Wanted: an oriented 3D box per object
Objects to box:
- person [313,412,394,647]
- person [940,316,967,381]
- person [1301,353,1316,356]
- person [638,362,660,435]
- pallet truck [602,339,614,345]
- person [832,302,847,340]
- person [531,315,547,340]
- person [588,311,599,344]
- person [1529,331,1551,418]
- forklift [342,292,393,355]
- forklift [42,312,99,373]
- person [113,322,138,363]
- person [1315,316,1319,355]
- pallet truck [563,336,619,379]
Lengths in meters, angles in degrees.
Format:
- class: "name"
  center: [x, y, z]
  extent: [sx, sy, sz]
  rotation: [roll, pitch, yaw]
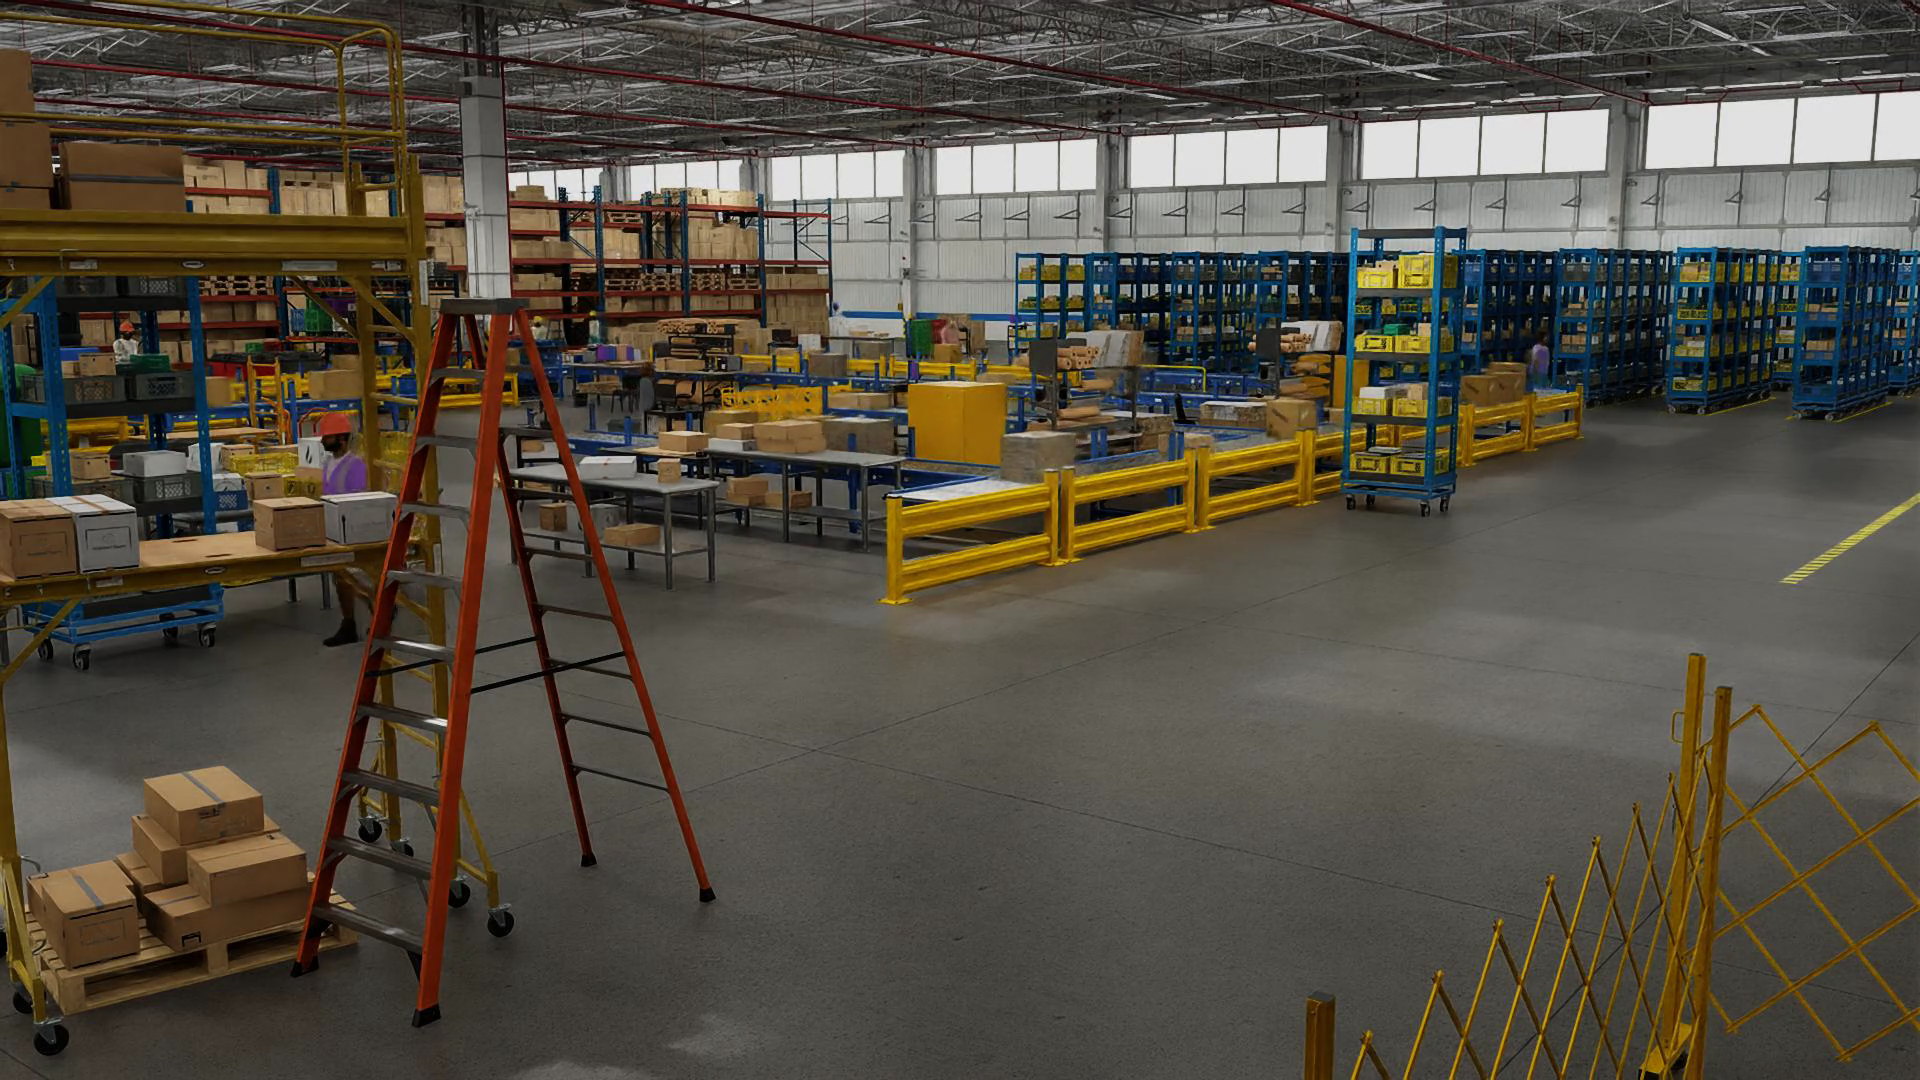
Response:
- class: "person"
  center: [-5.000, -0.089, 13.564]
  extent: [0.474, 1.922, 0.552]
  rotation: [-9, 13, -43]
- class: "person"
  center: [-0.240, -5.256, 46.037]
  extent: [0.669, 1.851, 1.013]
  rotation: [-7, 11, -37]
- class: "person"
  center: [7.991, -3.919, 38.034]
  extent: [0.528, 1.743, 0.786]
  rotation: [-7, 11, -37]
- class: "person"
  center: [-5.001, -2.064, 26.809]
  extent: [0.386, 1.615, 0.531]
  rotation: [-4, 10, -26]
- class: "pallet truck"
  center: [-8.991, -4.871, 45.351]
  extent: [0.653, 1.274, 1.630]
  rotation: [7, 11, 37]
- class: "person"
  center: [-4.858, -8.621, 66.929]
  extent: [0.978, 1.907, 0.613]
  rotation: [-8, 12, -42]
- class: "person"
  center: [-12.341, -5.663, 48.681]
  extent: [0.616, 1.812, 0.417]
  rotation: [5, 11, 30]
- class: "person"
  center: [-12.683, -6.999, 57.217]
  extent: [0.547, 1.741, 0.711]
  rotation: [7, 12, 38]
- class: "person"
  center: [12.238, -3.485, 35.041]
  extent: [0.571, 1.829, 0.445]
  rotation: [-8, 12, -41]
- class: "forklift"
  center: [-16.485, -5.622, 45.120]
  extent: [1.129, 2.768, 1.873]
  rotation: [7, 11, 37]
- class: "forklift"
  center: [-23.779, -5.451, 44.052]
  extent: [1.873, 2.768, 1.129]
  rotation: [7, 11, 36]
- class: "person"
  center: [-17.177, -3.489, 34.407]
  extent: [0.373, 2.043, 0.615]
  rotation: [2, 9, 14]
- class: "person"
  center: [10.770, -5.877, 49.389]
  extent: [0.491, 2.027, 0.631]
  rotation: [7, 12, 39]
- class: "pallet truck"
  center: [-10.690, -5.294, 48.215]
  extent: [1.601, 1.201, 0.680]
  rotation: [-5, 10, -26]
